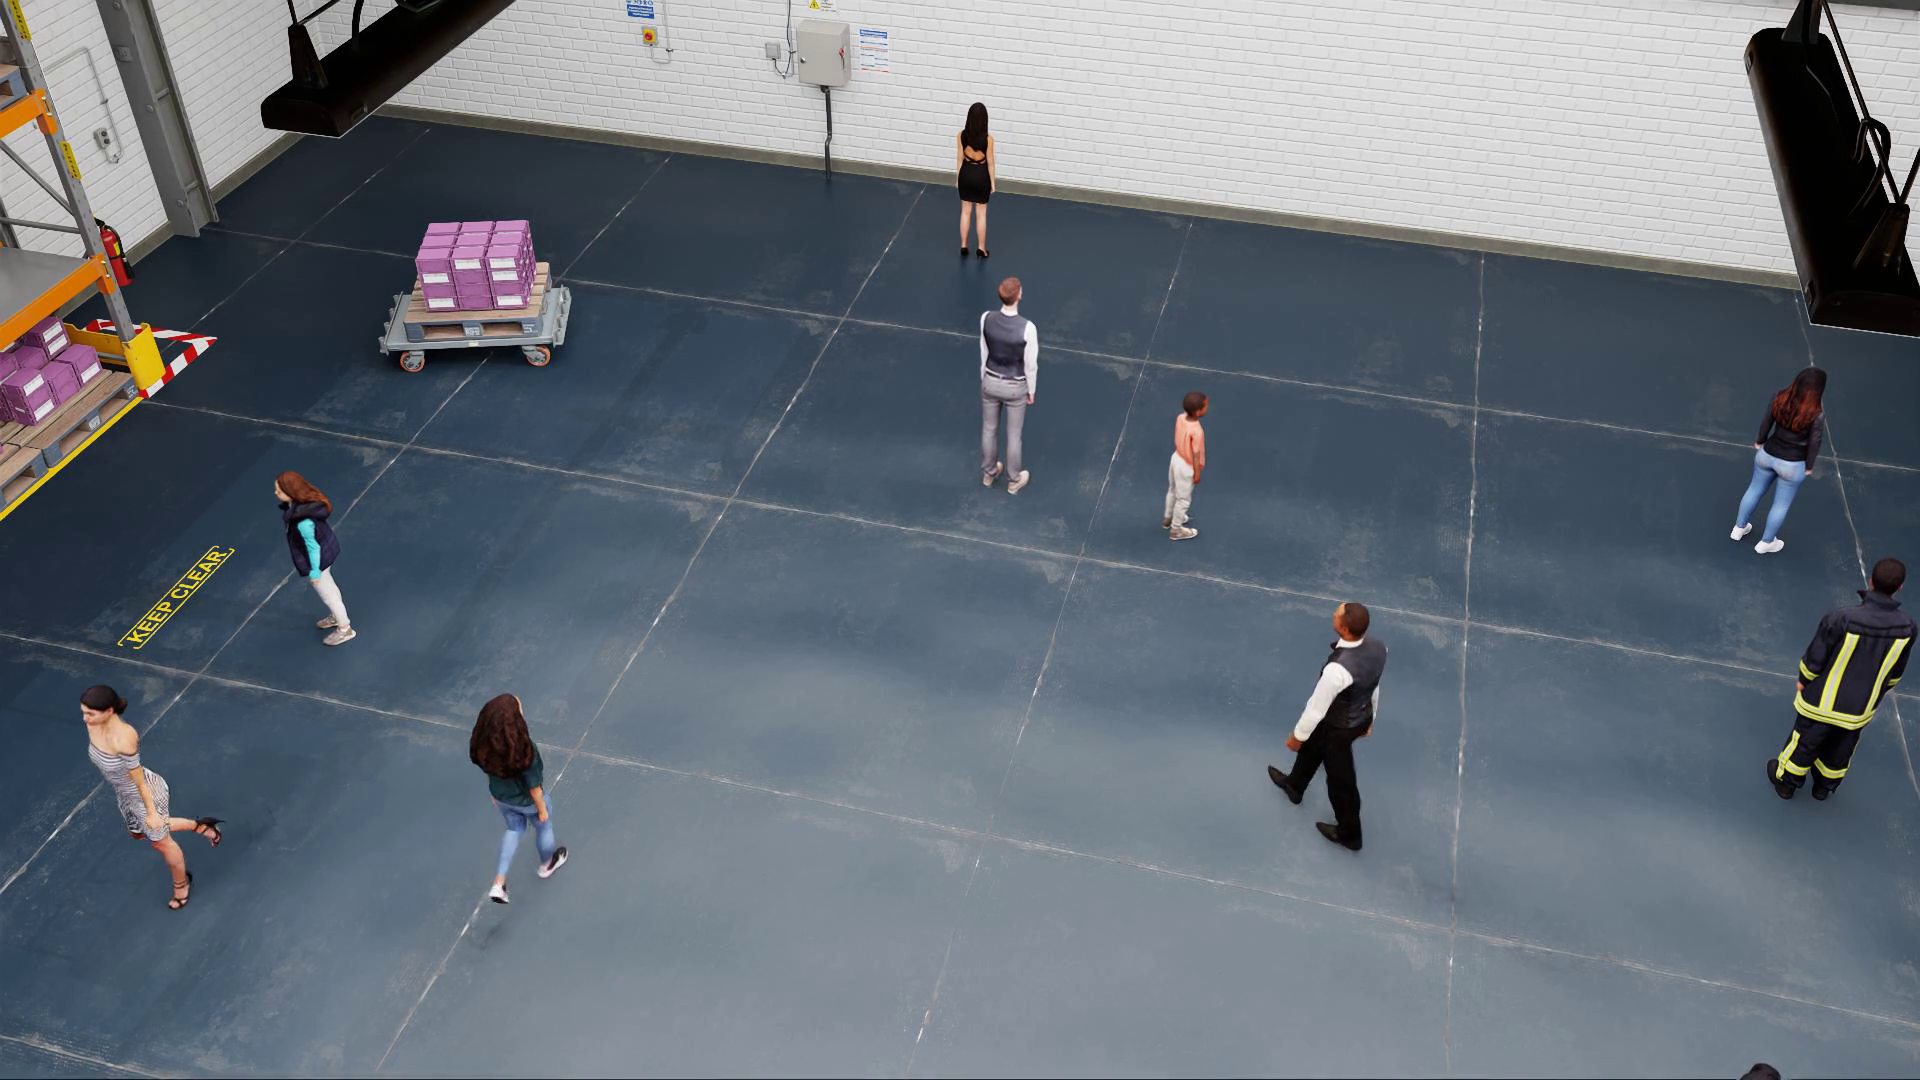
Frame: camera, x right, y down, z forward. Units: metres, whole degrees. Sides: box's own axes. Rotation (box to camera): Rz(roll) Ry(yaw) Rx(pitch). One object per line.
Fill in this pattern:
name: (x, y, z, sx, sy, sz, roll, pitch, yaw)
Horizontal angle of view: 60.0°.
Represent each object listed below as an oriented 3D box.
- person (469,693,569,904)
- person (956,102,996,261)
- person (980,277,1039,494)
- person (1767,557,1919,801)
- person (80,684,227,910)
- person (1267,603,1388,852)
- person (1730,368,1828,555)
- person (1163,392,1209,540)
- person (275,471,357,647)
person: (-2.727, 1.602, 10.119, 0.660, 1.599, 0.927, 15, 41, 18)
person: (0.147, -3.552, 16.534, 0.556, 1.648, 0.477, 11, 40, 13)
person: (0.361, -1.258, 13.432, 0.667, 1.934, 0.600, 15, 41, 18)
person: (5.695, 0.923, 10.710, 0.822, 1.922, 0.707, 4, 39, 5)
person: (-4.872, 1.504, 10.071, 0.736, 1.812, 0.880, 22, 44, 25)
person: (2.451, 1.213, 10.377, 1.105, 1.885, 1.145, 31, 48, 33)
person: (6.381, -0.631, 12.888, 0.764, 1.634, 0.721, -24, 44, -27)
person: (1.766, -0.591, 13.101, 0.606, 1.306, 0.529, -11, 40, -13)
person: (-4.681, 0.115, 12.061, 0.750, 1.499, 0.684, -17, 42, -20)
